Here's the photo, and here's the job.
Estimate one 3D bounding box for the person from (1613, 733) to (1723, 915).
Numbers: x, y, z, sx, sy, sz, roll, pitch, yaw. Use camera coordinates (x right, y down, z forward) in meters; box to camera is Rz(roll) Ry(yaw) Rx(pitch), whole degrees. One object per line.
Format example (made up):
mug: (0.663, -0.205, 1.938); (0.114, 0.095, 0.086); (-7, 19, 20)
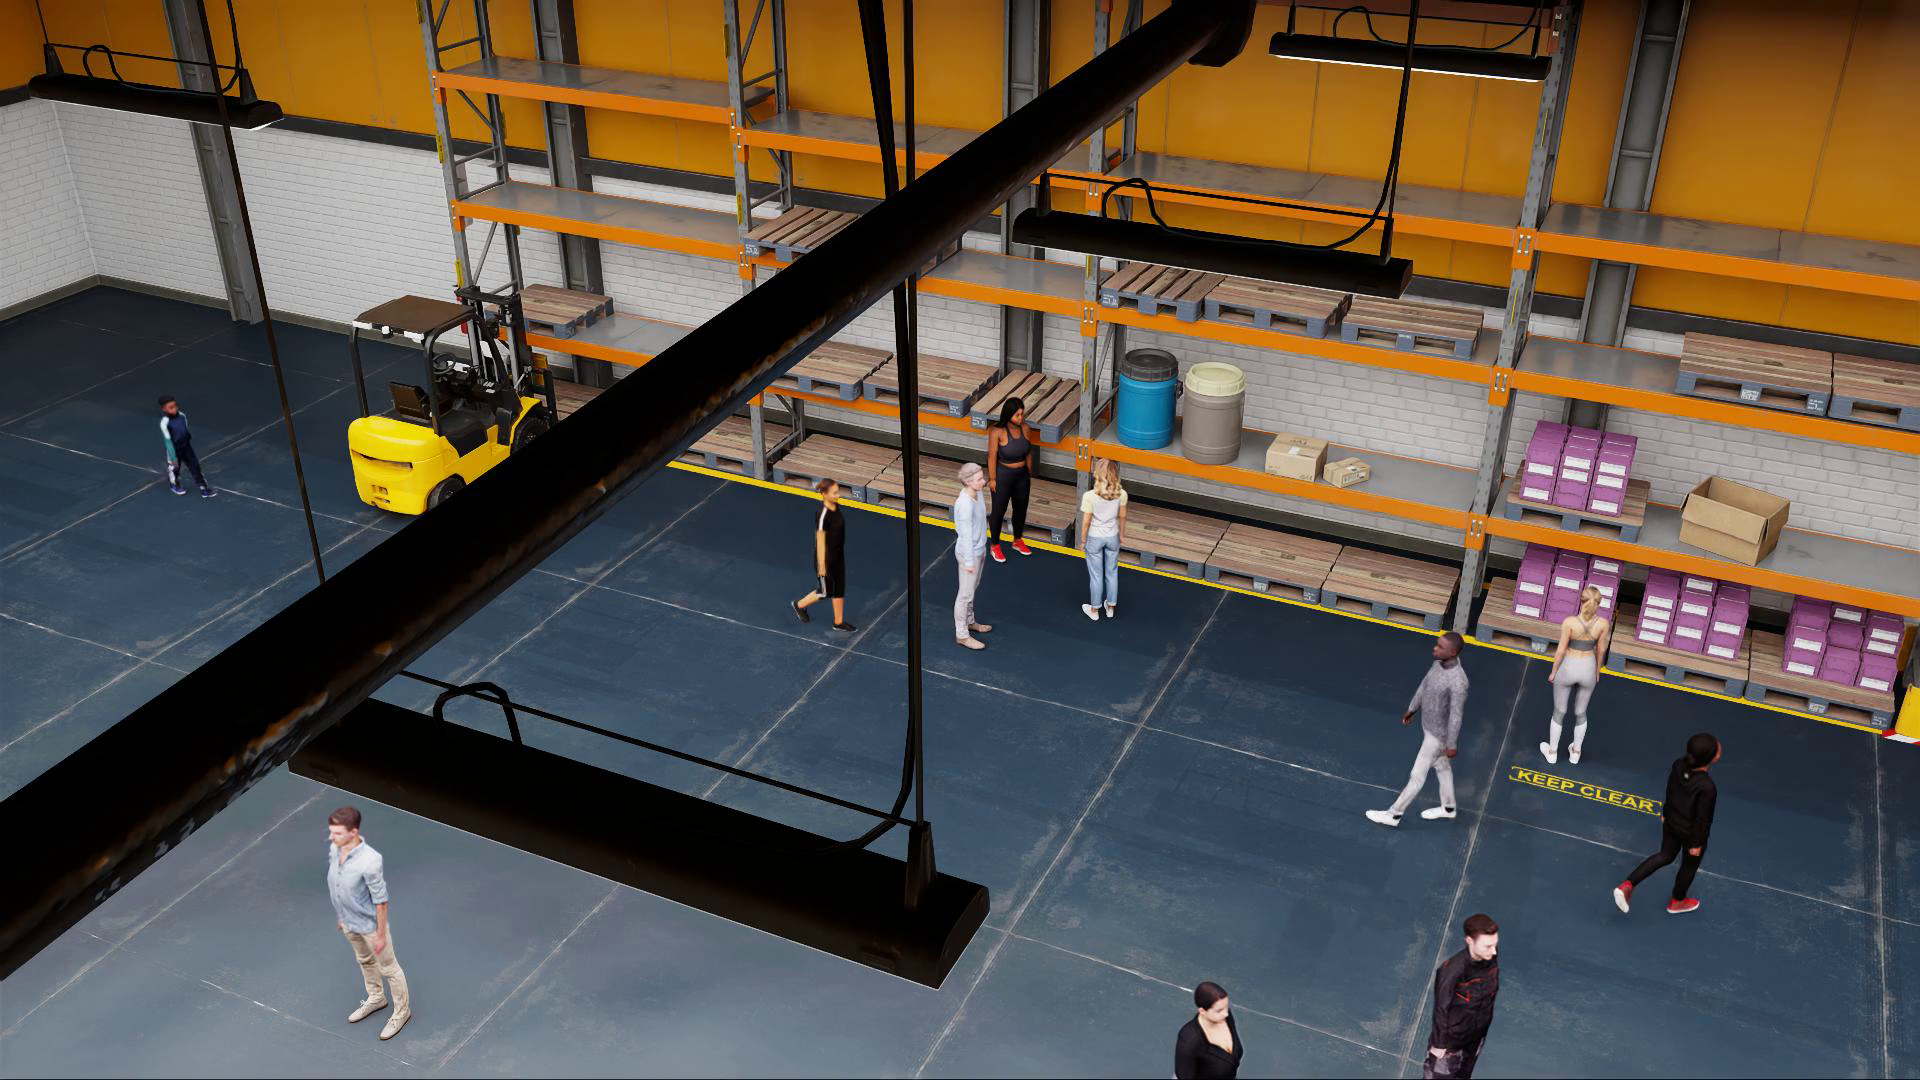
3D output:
person: (5.329, 2.153, 12.376); (1.066, 1.659, 0.975); (-8, 30, -14)

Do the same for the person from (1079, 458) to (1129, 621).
person: (1.396, -0.009, 16.273); (0.698, 1.722, 0.767); (-9, 30, -16)

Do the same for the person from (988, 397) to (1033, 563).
person: (0.525, -0.667, 17.383); (0.773, 1.815, 0.812); (-14, 32, -24)

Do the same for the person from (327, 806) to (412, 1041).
person: (-4.071, 2.585, 11.387); (0.529, 1.848, 0.730); (17, 33, 28)

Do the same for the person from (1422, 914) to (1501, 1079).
person: (3.124, 3.087, 10.401); (0.770, 1.911, 0.743); (-21, 35, -33)

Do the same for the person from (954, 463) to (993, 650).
person: (0.103, 0.118, 15.862); (0.638, 1.893, 0.709); (7, 29, 13)

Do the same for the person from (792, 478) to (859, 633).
person: (-1.328, 0.143, 16.068); (0.891, 1.652, 0.626); (9, 30, 15)

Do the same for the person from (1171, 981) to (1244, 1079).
person: (1.447, 3.353, 10.070); (0.698, 1.760, 0.722); (21, 35, 34)

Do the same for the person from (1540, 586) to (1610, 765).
person: (5.249, 1.146, 14.178); (0.554, 1.702, 0.687); (2, 29, 4)

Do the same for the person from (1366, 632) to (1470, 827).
person: (3.933, 1.527, 13.367); (1.133, 1.810, 0.945); (1, 29, 2)

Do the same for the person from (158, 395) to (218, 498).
person: (-8.825, -1.047, 18.695); (0.880, 1.226, 0.523); (13, 31, 23)
